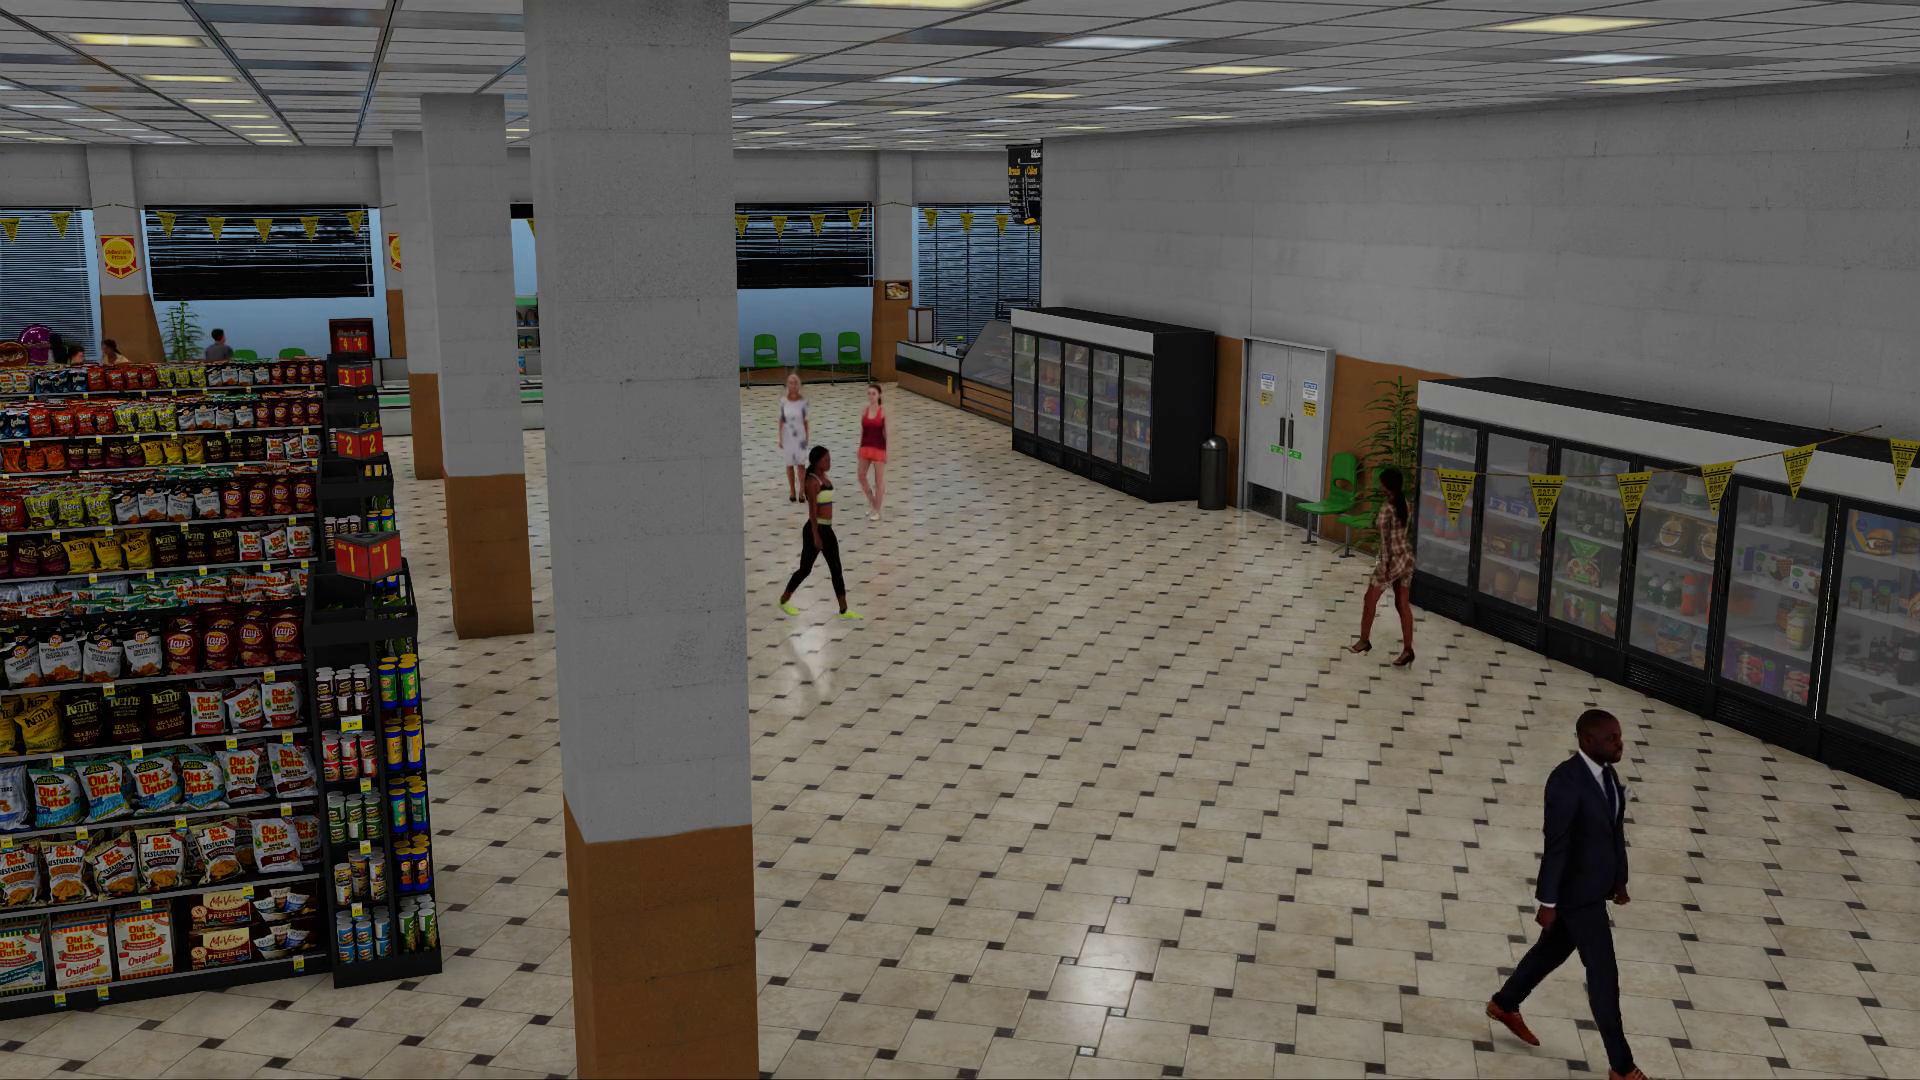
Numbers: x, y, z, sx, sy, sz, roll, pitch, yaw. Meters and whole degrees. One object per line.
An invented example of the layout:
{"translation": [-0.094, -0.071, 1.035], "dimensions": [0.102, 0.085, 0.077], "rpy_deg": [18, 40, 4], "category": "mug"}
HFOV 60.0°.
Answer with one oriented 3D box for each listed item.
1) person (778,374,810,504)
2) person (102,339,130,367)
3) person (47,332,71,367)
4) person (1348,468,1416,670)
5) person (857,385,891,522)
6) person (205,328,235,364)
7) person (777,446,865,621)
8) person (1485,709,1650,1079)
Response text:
{"translation": [-2.266, -1.371, 22.526], "dimensions": [0.728, 1.726, 0.731], "rpy_deg": [-1, 12, -4], "category": "person"}
{"translation": [-13.813, -2.412, 27.365], "dimensions": [0.761, 1.769, 0.788], "rpy_deg": [0, 12, -2], "category": "person"}
{"translation": [-15.850, -2.804, 29.425], "dimensions": [1.112, 1.688, 1.144], "rpy_deg": [7, 14, 31], "category": "person"}
{"translation": [3.896, 0.275, 14.624], "dimensions": [0.901, 1.761, 0.785], "rpy_deg": [-8, 14, -33], "category": "person"}
{"translation": [-1.075, -1.136, 21.356], "dimensions": [0.716, 1.749, 0.777], "rpy_deg": [4, 13, 18], "category": "person"}
{"translation": [-12.585, -2.658, 28.330], "dimensions": [1.118, 1.853, 1.117], "rpy_deg": [3, 12, 15], "category": "person"}
{"translation": [-1.466, -0.036, 16.225], "dimensions": [1.178, 1.710, 1.100], "rpy_deg": [5, 13, 23], "category": "person"}
{"translation": [2.883, 1.669, 7.941], "dimensions": [1.110, 1.787, 1.243], "rpy_deg": [12, 17, 44], "category": "person"}
